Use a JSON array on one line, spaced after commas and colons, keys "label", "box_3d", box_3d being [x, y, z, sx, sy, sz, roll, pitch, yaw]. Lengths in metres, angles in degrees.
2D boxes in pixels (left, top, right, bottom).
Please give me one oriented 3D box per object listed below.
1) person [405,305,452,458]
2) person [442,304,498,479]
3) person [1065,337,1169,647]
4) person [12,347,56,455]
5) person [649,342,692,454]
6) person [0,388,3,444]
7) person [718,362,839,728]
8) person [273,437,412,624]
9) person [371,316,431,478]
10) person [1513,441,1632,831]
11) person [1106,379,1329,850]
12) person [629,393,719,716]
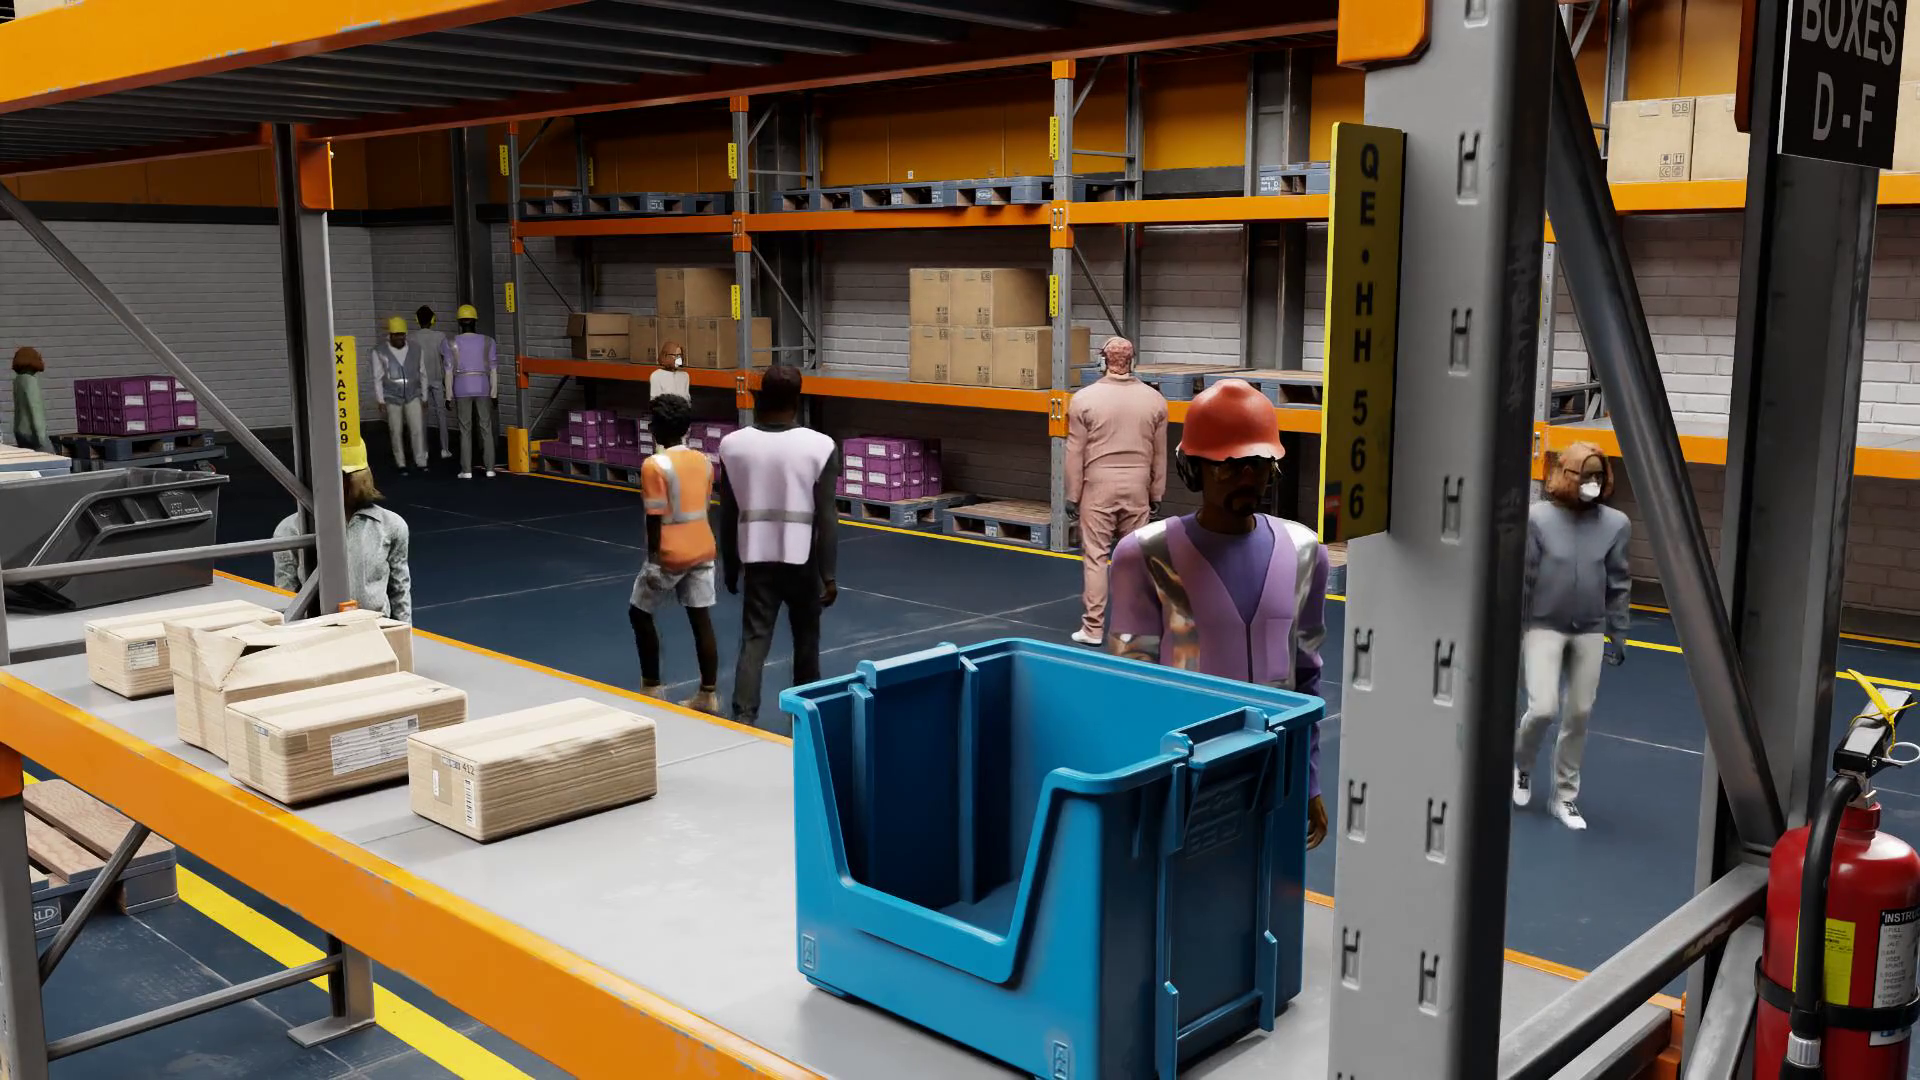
[{"label": "person", "box_3d": [-6.499, -1.926, 20.340, 0.519, 1.874, 0.331, -3, 10, -16]}, {"label": "person", "box_3d": [-5.396, -1.627, 18.343, 0.589, 1.924, 0.383, -5, 10, -26]}, {"label": "person", "box_3d": [0.957, -0.296, 10.278, 0.646, 1.901, 0.397, -2, 10, -15]}, {"label": "person", "box_3d": [-8.485, -0.954, 15.198, 0.580, 1.605, 0.348, 8, 12, 39]}, {"label": "person", "box_3d": [-2.756, -1.077, 15.889, 0.276, 1.629, 0.498, 7, 12, 37]}, {"label": "person", "box_3d": [-7.490, -0.653, 12.494, 0.563, 1.899, 0.974, -7, 11, -36]}, {"label": "person", "box_3d": [-0.881, 0.096, 7.934, 0.599, 1.884, 0.946, 1, 9, 9]}, {"label": "person", "box_3d": [-2.269, 0.447, 6.188, 0.487, 1.741, 0.312, -6, 11, -30]}, {"label": "person", "box_3d": [-6.143, -1.561, 18.329, 0.616, 1.788, 0.868, -5, 11, -28]}, {"label": "person", "box_3d": [2.507, 0.392, 6.880, 0.524, 1.619, 0.373, 0, 9, -3]}, {"label": "person", "box_3d": [0.674, 0.611, 4.260, 0.610, 2.043, 0.375, -3, 10, -19]}, {"label": "person", "box_3d": [-1.521, 0.082, 8.598, 0.634, 1.671, 0.563, 5, 11, 29]}]
